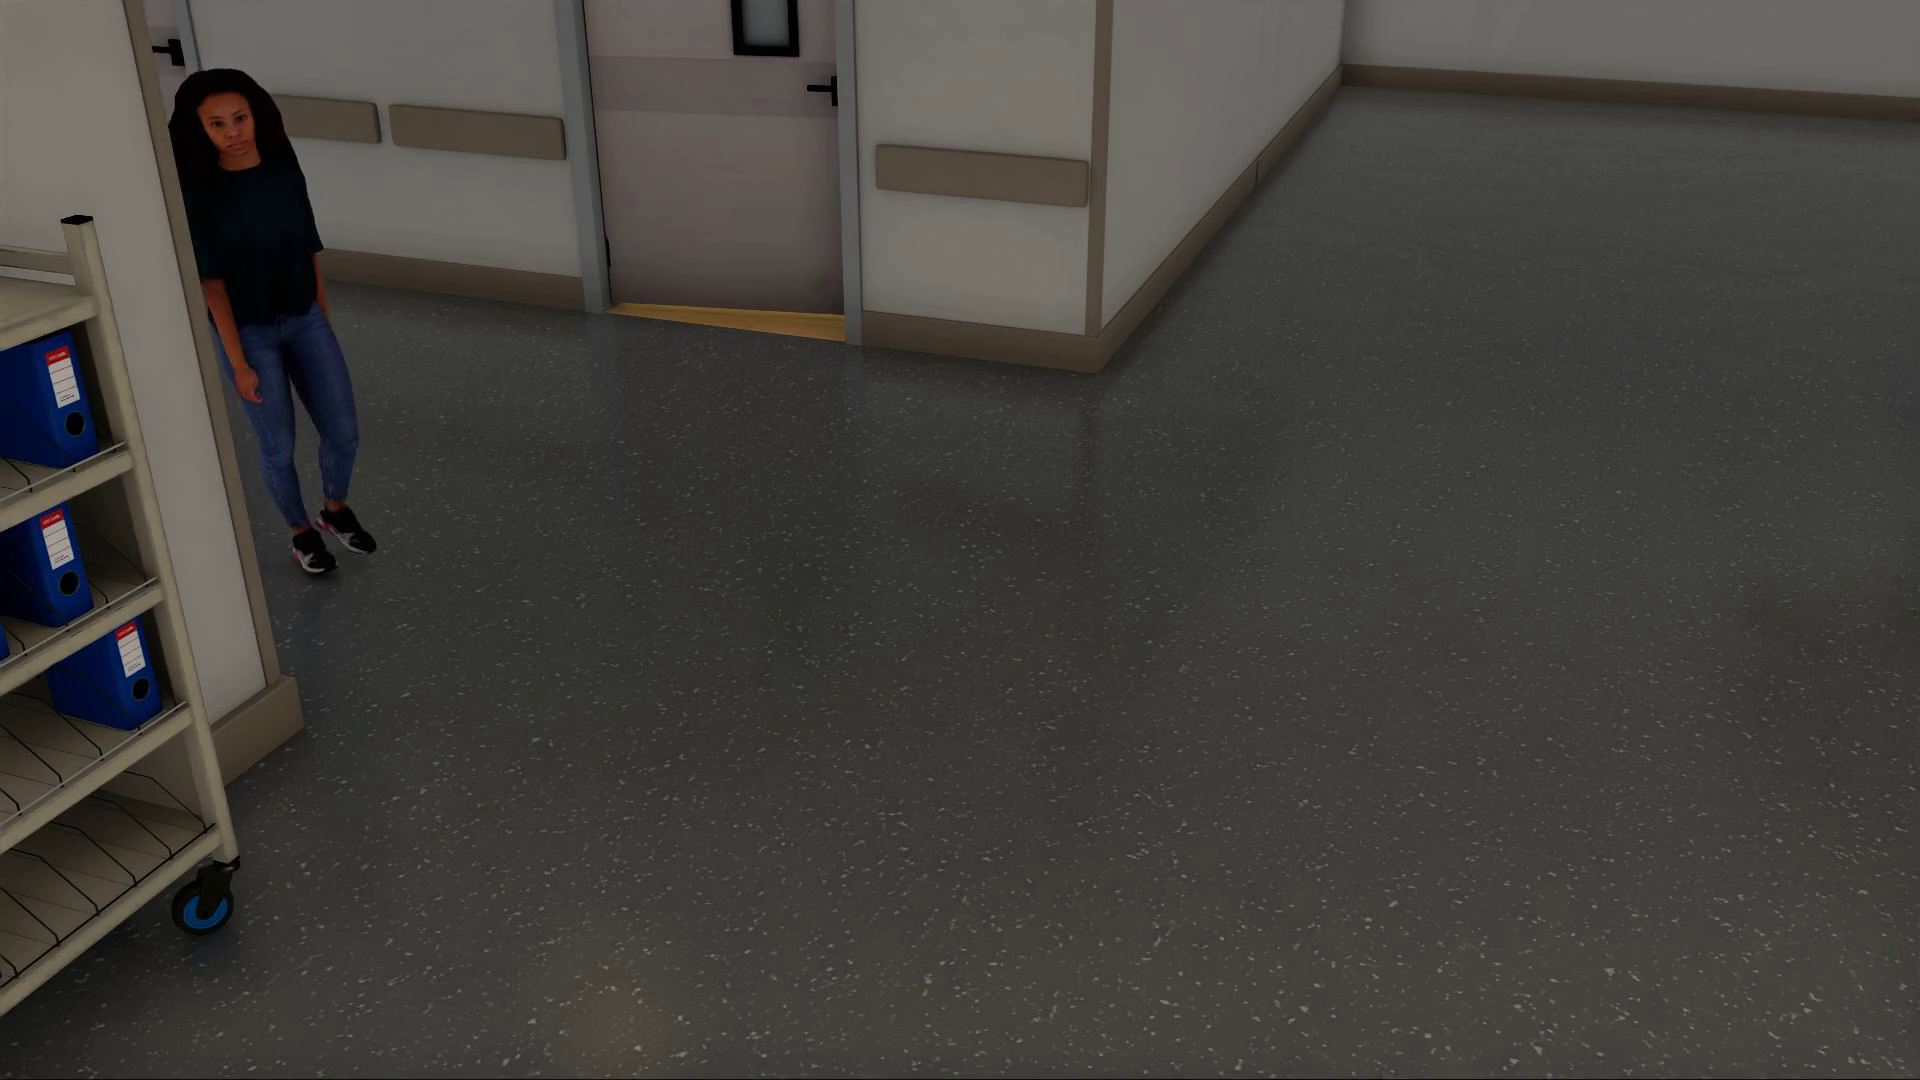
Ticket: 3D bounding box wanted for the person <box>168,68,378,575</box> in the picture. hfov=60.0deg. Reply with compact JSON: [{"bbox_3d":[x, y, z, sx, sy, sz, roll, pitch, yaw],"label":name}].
[{"bbox_3d":[-2.161,-0.634,5.104,0.752,1.597,0.675,22,33,37],"label":"person"}]
